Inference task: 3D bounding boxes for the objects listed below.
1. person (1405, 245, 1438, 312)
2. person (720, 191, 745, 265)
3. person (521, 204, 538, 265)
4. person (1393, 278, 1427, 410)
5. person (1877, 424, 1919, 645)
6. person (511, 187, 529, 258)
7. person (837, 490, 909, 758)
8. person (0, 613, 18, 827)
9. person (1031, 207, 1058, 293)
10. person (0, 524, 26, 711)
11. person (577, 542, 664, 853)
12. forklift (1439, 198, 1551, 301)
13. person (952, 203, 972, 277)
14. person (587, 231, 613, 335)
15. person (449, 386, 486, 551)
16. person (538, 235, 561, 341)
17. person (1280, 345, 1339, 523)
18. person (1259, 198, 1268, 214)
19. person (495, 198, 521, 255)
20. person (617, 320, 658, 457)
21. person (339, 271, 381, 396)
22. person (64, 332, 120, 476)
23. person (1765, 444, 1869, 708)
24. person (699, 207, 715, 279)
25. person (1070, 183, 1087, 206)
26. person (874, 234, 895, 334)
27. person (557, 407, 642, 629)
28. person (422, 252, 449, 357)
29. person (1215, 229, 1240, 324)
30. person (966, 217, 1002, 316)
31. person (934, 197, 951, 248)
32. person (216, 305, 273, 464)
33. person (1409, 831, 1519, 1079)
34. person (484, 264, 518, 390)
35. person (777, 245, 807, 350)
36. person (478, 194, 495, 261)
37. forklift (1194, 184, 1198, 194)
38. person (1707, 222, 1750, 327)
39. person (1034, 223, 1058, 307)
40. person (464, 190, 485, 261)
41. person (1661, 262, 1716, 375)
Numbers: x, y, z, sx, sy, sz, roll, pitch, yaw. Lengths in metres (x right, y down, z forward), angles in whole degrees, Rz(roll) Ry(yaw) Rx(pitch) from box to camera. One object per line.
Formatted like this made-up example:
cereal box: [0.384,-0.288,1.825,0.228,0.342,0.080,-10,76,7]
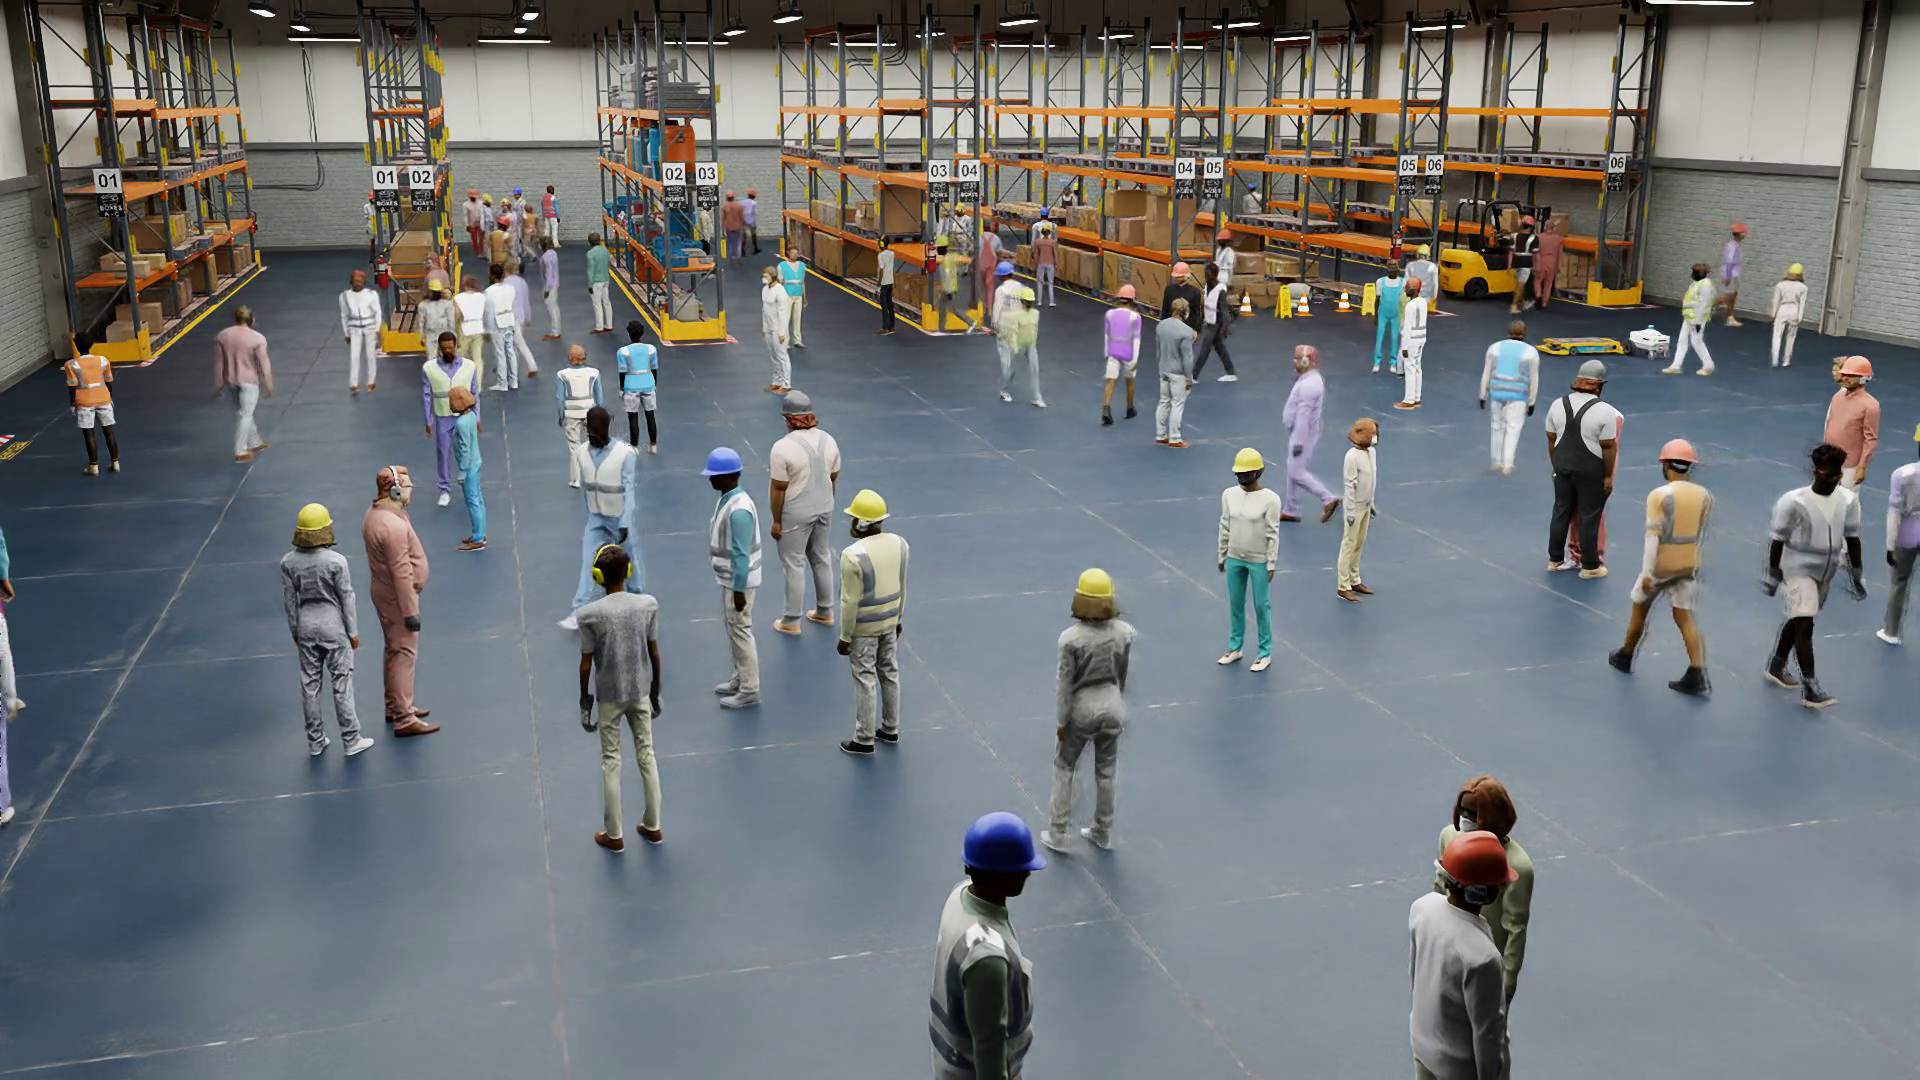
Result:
person: [8.379,-4.458,30.222,0.591,1.776,0.953,7,17,26]
person: [-6.080,-8.335,44.449,0.637,1.964,0.542,-3,15,-10]
person: [-11.457,-8.152,44.411,0.429,1.627,0.532,13,20,40]
person: [6.478,-2.807,23.817,0.346,1.882,0.577,11,18,35]
person: [7.672,-0.010,13.243,0.595,1.908,0.794,3,15,10]
person: [-12.307,-8.868,46.485,0.605,1.948,0.388,10,18,32]
person: [-0.610,0.555,11.237,0.404,1.836,0.600,12,19,39]
person: [-5.911,0.957,9.896,0.530,1.747,0.634,-5,16,-18]
person: [1.928,-6.617,38.012,0.617,1.945,0.396,-2,15,-7]
person: [-7.059,0.317,11.861,0.400,1.987,0.608,7,16,24]
person: [-1.991,0.926,9.796,0.506,1.863,0.332,-8,17,-28]
forklift: [11.913,-6.508,37.130,2.313,2.155,1.214,-4,15,-15]
person: [0.017,-7.504,41.569,0.586,1.835,0.404,13,19,39]
person: [-6.814,-4.844,31.384,0.363,1.932,0.632,7,16,23]
person: [-4.855,-0.708,16.383,0.286,1.632,0.498,-2,15,-7]
person: [-7.539,-4.629,30.548,0.358,1.938,0.636,-1,15,-4]
person: [3.597,-1.084,17.294,0.642,1.891,0.662,3,15,11]
person: [8.563,-8.884,47.146,0.270,1.632,0.504,5,16,18]
person: [-11.469,-7.710,42.226,0.616,1.896,0.493,-4,15,-14]
person: [-3.991,-1.874,20.651,0.533,1.697,0.318,-10,18,-32]
person: [-8.987,-3.103,24.995,0.586,1.841,0.776,-4,15,-16]
person: [-10.261,-1.612,19.662,0.320,1.695,0.537,12,19,38]
person: [6.318,0.256,12.185,0.633,1.916,0.958,-3,15,-12]
person: [-6.257,-7.466,41.150,0.400,1.986,0.608,-2,15,-6]
person: [3.558,-9.877,50.401,0.621,1.894,0.756,5,16,19]
person: [-1.422,-4.826,31.416,0.328,1.876,0.508,8,17,28]
person: [-2.990,-0.166,13.889,0.599,1.873,0.983,6,16,22]
person: [-8.670,-3.806,27.520,0.403,1.904,0.652,1,15,4]
person: [5.117,-5.038,32.117,0.629,1.925,0.558,-4,15,-16]
person: [0.459,-5.663,34.246,0.709,2.000,0.969,-4,16,-16]
person: [-0.492,-9.604,49.483,0.429,1.837,0.635,13,20,40]
person: [-8.764,-1.936,20.500,0.639,1.890,0.934,3,15,11]
person: [1.886,1.914,6.283,0.325,1.752,0.563,-3,15,-13]
person: [-6.993,-3.242,25.367,0.390,1.922,0.591,7,17,26]
person: [-2.978,-4.311,29.524,0.566,1.850,0.389,-12,19,-37]
person: [-12.952,-8.565,45.576,0.404,1.827,0.600,2,15,7]
forklift: [7.392,-11.333,53.972,1.873,2.768,1.129,-4,15,-15]
person: [14.992,-5.183,32.464,0.680,2.028,0.624,9,17,31]
person: [1.839,-5.876,35.575,0.524,1.769,0.309,3,15,11]
person: [-13.275,-8.651,45.707,0.624,1.919,0.998,-5,16,-18]
person: [11.825,-3.548,26.724,0.778,1.820,0.640,2,15,8]
